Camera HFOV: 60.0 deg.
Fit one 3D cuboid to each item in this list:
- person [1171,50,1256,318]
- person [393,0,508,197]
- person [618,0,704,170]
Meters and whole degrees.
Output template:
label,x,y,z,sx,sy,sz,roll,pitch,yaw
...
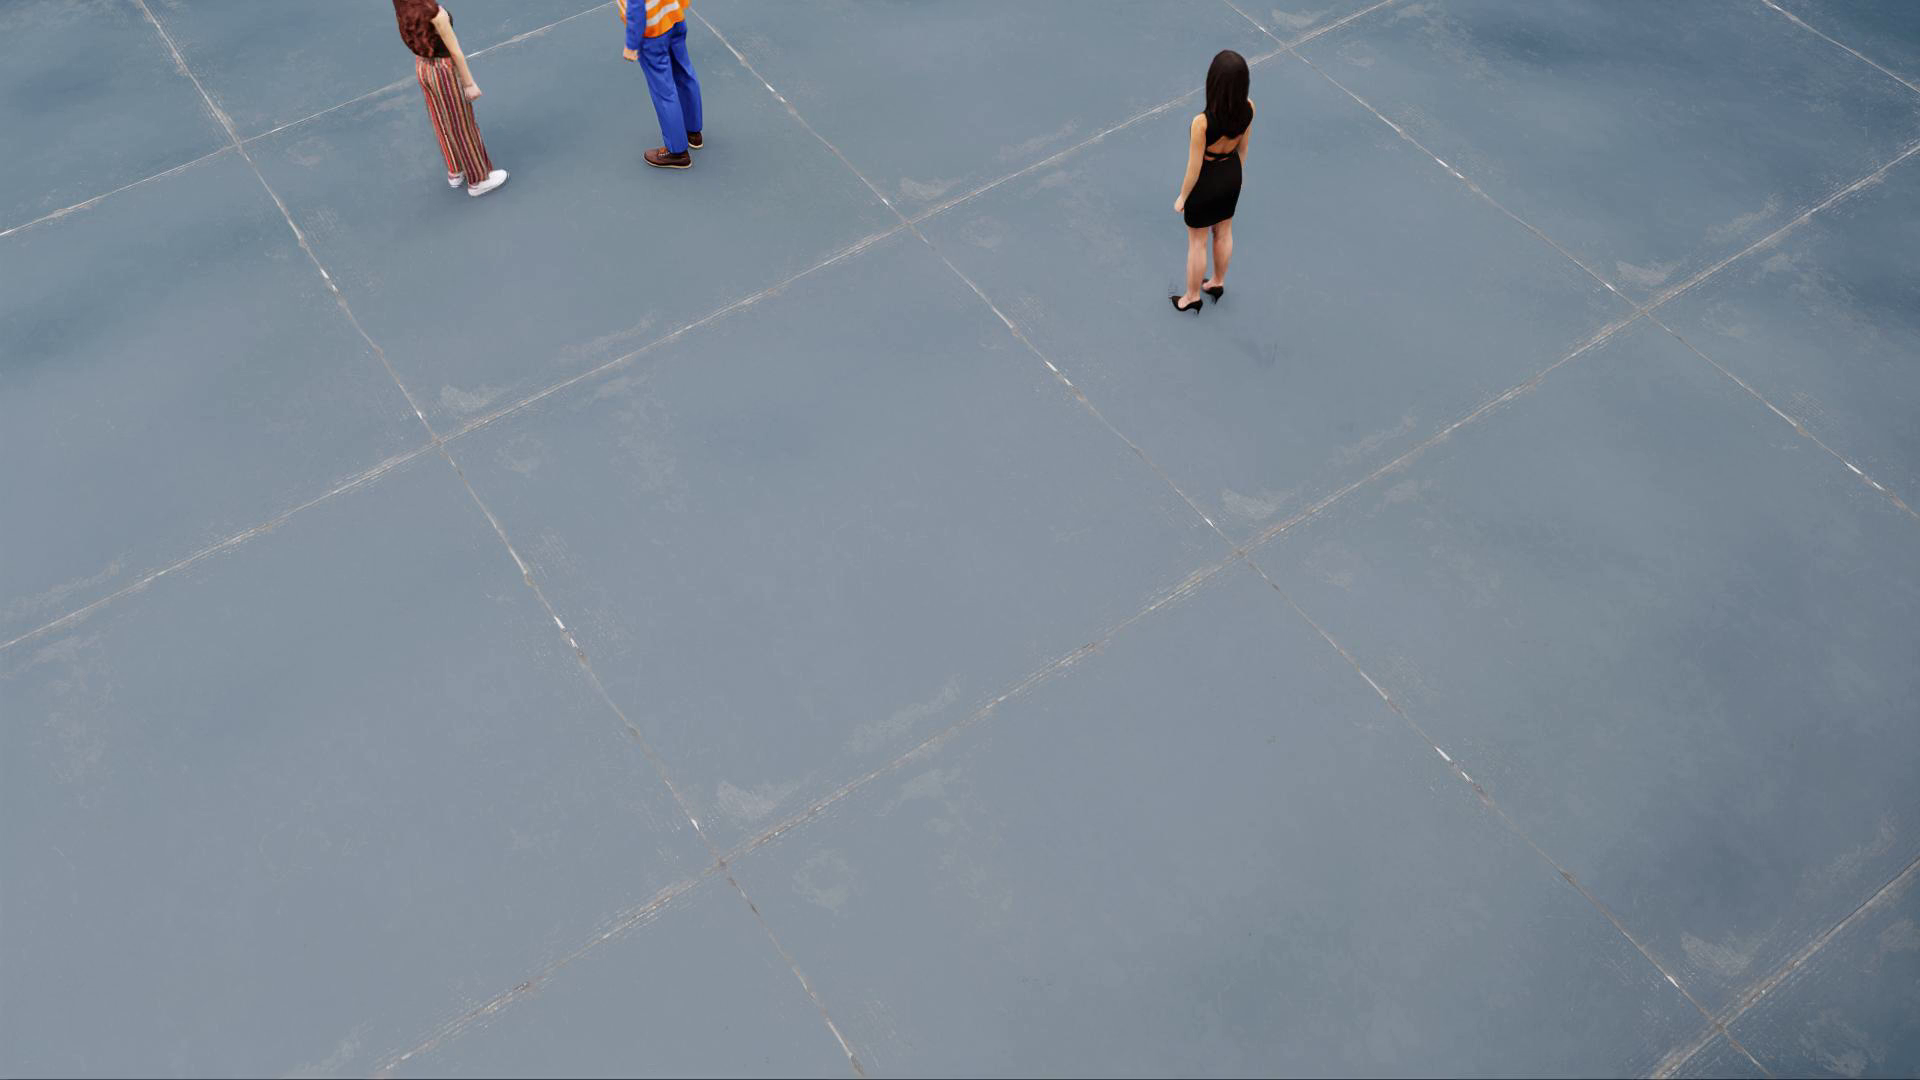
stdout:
label,x,y,z,sx,sy,sz,roll,pitch,yaw
person,1.342,-1.857,8.808,0.587,1.648,0.512,-24,56,-18
person,-2.961,-2.659,9.483,0.550,1.563,0.675,31,58,22
person,-1.737,-2.962,9.529,0.801,1.863,0.789,18,54,14
